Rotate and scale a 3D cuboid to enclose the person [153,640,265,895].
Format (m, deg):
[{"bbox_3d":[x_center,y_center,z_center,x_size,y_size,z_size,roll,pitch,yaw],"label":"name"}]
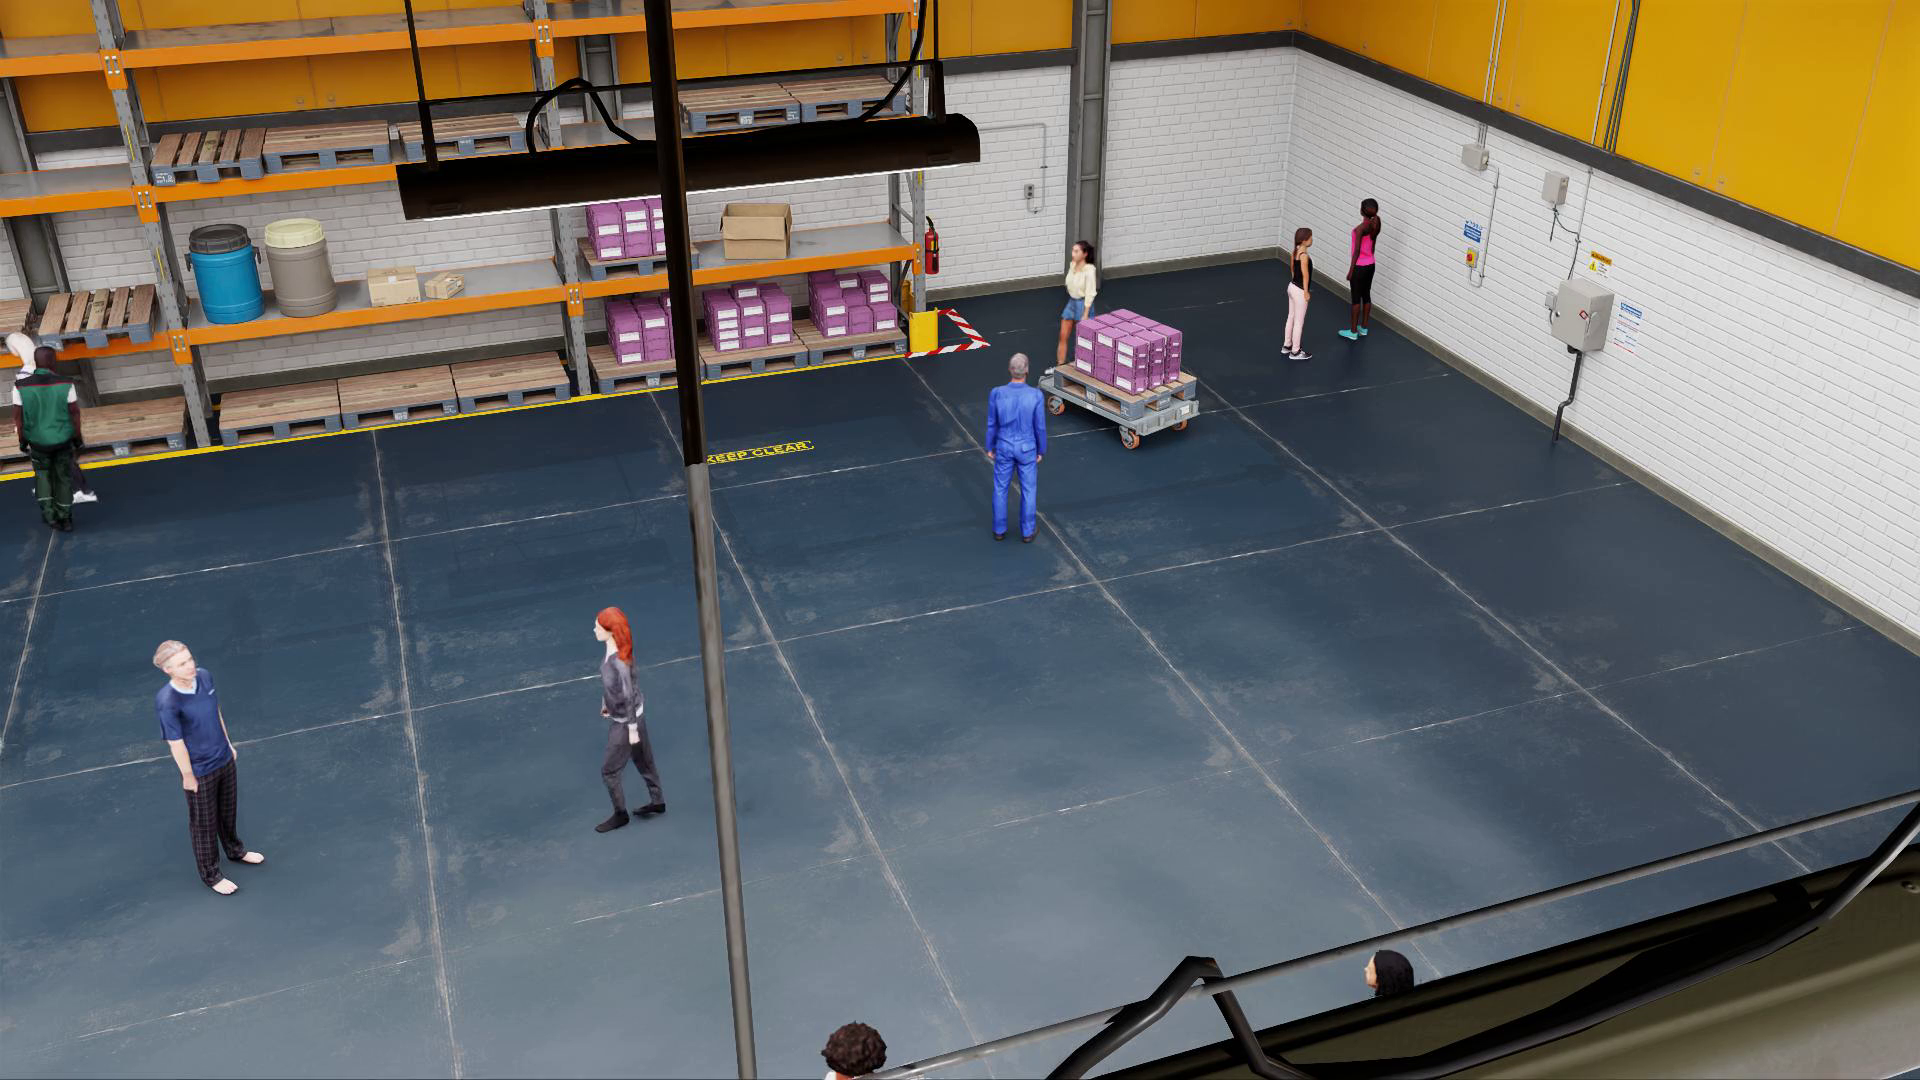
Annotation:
[{"bbox_3d":[-5.051,1.478,11.095,0.748,1.872,0.738,7,29,12],"label":"person"}]

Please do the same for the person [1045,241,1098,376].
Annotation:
[{"bbox_3d":[1.441,-2.626,18.899,0.950,1.602,0.763,-16,32,-27],"label":"person"}]

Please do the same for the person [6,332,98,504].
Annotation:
[{"bbox_3d":[-8.697,-1.162,16.027,0.919,1.782,0.746,-4,29,-8],"label":"person"}]

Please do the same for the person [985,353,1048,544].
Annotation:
[{"bbox_3d":[0.518,-0.839,15.392,0.690,1.823,0.857,4,29,7],"label":"person"}]

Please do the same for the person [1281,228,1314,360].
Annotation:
[{"bbox_3d":[3.962,-2.897,19.434,0.544,1.566,0.548,-6,29,-11],"label":"person"}]

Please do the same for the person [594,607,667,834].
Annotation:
[{"bbox_3d":[-2.253,1.241,11.648,0.736,1.757,0.609,-9,30,-16],"label":"person"}]

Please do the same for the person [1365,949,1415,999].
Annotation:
[{"bbox_3d":[2.221,2.860,8.727,1.051,1.712,1.019,14,32,24],"label":"person"}]

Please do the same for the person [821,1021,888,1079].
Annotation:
[{"bbox_3d":[-0.411,3.071,8.249,0.786,1.799,0.818,21,35,34],"label":"person"}]

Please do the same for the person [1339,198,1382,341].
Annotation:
[{"bbox_3d":[4.832,-3.263,19.941,0.579,1.722,0.687,-20,35,-33],"label":"person"}]

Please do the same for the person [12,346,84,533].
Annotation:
[{"bbox_3d":[-8.440,-0.904,15.529,0.731,1.805,0.875,-22,35,-34],"label":"person"}]
